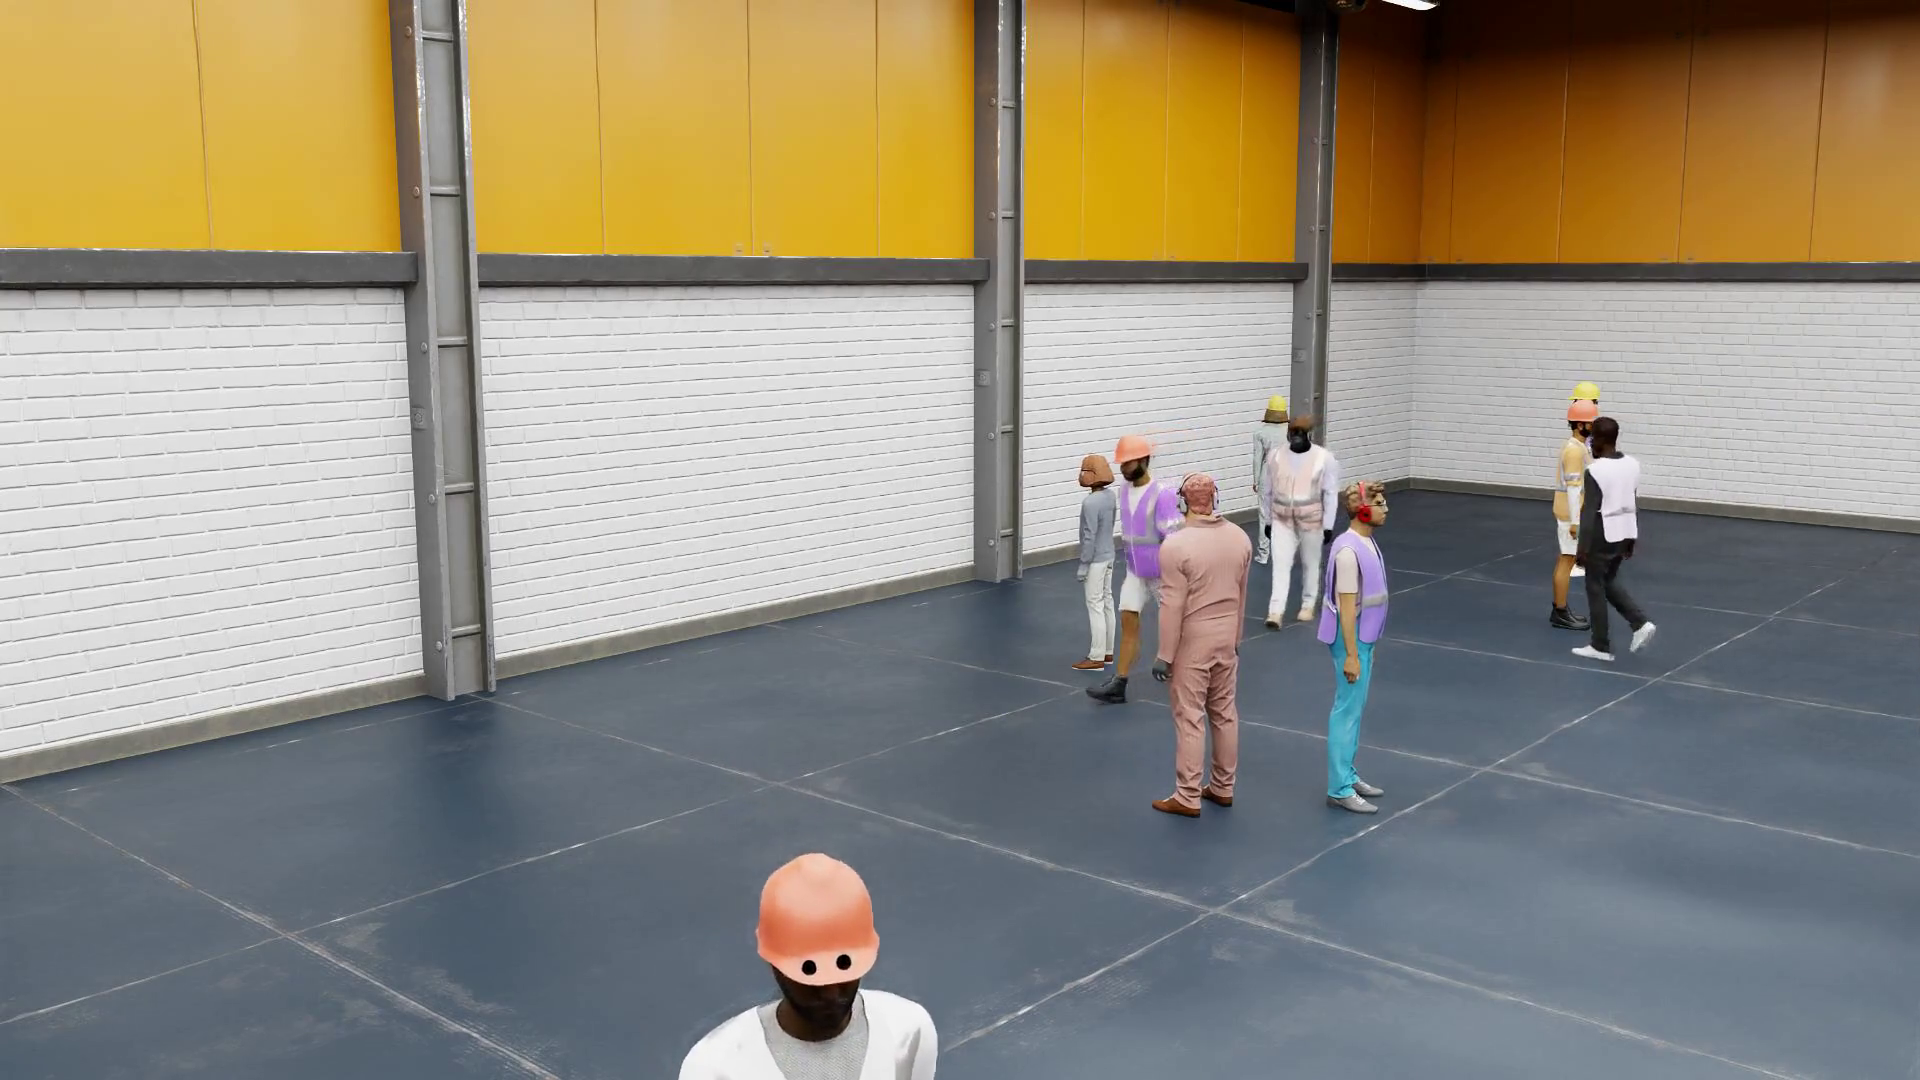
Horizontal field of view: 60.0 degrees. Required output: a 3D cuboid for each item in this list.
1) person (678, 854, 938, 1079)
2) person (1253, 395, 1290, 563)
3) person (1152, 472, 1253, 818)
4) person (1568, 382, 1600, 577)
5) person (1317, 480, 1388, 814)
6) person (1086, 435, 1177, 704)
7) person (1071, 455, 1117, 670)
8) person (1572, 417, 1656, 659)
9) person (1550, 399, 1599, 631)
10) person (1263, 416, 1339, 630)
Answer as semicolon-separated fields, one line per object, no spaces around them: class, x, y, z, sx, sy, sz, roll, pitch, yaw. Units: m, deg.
person;-0.307;1.515;3.366;0.556;1.886;1.010;-3;9;-17
person;3.259;-0.622;17.197;0.487;1.744;0.294;0;9;0
person;1.303;0.574;9.187;0.642;1.905;0.401;-7;11;-36
person;6.165;-0.596;16.457;0.363;1.928;0.587;3;9;17
person;2.202;0.581;9.302;0.382;1.849;0.571;3;10;21
person;1.331;0.200;11.649;1.015;1.869;0.668;-7;12;-38
person;1.024;0.169;12.570;0.285;1.633;0.497;4;10;26
person;5.018;0.005;12.768;0.614;1.896;0.521;-6;11;-35
person;5.198;-0.217;14.040;0.364;1.939;0.542;3;10;18
person;2.857;-0.147;14.059;0.652;1.789;0.947;4;10;24
